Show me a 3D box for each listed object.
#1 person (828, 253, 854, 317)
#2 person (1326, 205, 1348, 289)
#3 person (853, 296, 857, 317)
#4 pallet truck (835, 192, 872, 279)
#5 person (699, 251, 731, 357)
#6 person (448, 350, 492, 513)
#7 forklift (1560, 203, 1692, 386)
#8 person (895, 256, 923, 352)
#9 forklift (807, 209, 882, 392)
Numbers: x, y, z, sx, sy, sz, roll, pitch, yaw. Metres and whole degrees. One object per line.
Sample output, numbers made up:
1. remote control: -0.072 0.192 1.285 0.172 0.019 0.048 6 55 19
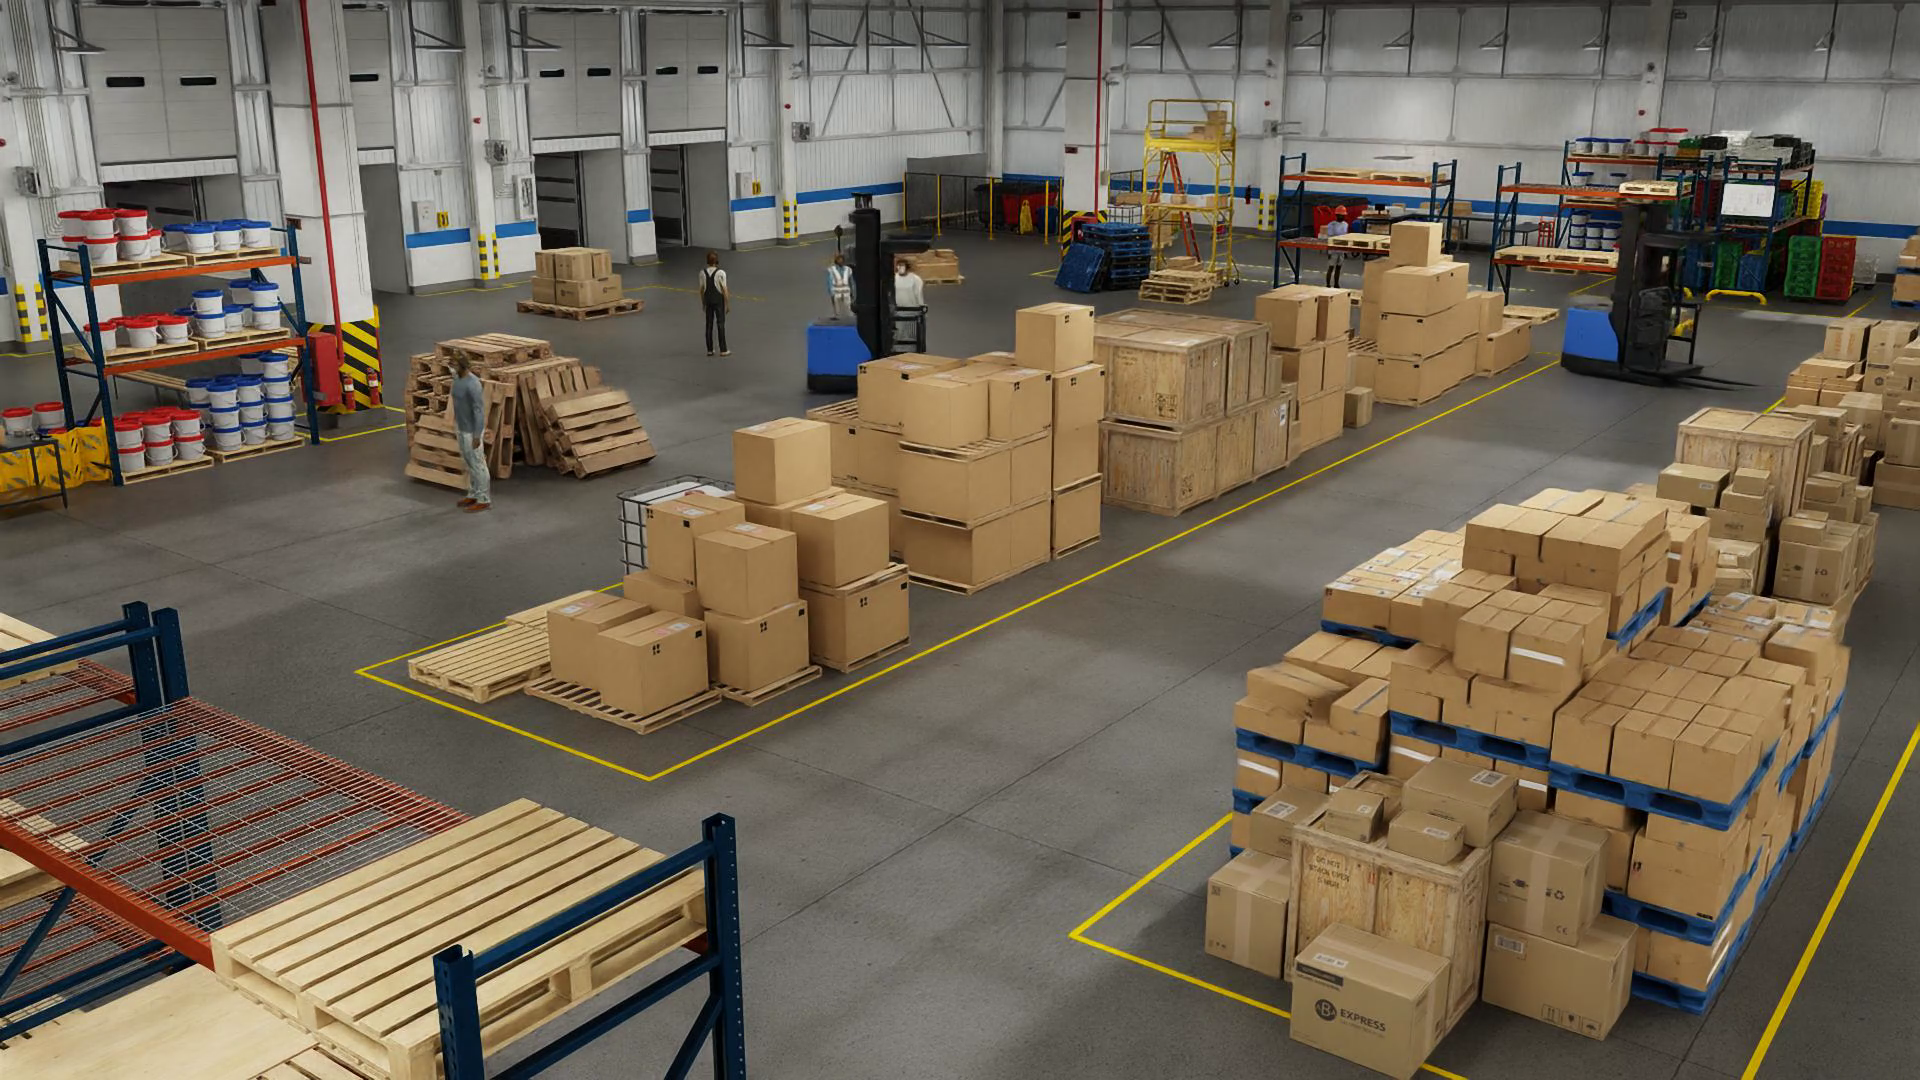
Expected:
1. person: -2.203 -4.533 30.971 0.525 1.586 0.849 -6 18 -18
2. person: 8.248 -6.324 36.320 0.543 1.938 0.356 -10 19 -30
3. person: -1.501 -3.433 27.079 0.488 1.743 0.317 -9 19 -27
4. pallet truck: -1.936 -7.159 38.982 1.885 1.965 0.823 -12 21 -34
5. person: -4.315 -4.150 29.282 0.508 1.845 0.345 4 17 12
6. person: -5.797 -1.291 19.656 0.351 1.936 0.634 -11 20 -33
7. forklift: 11.101 -4.100 27.349 1.129 2.768 1.873 -13 21 -36
8. person: -0.901 -3.893 28.316 0.642 1.920 0.716 6 18 18
9. forklift: -1.457 -3.801 26.362 1.873 2.768 1.129 1 17 4
